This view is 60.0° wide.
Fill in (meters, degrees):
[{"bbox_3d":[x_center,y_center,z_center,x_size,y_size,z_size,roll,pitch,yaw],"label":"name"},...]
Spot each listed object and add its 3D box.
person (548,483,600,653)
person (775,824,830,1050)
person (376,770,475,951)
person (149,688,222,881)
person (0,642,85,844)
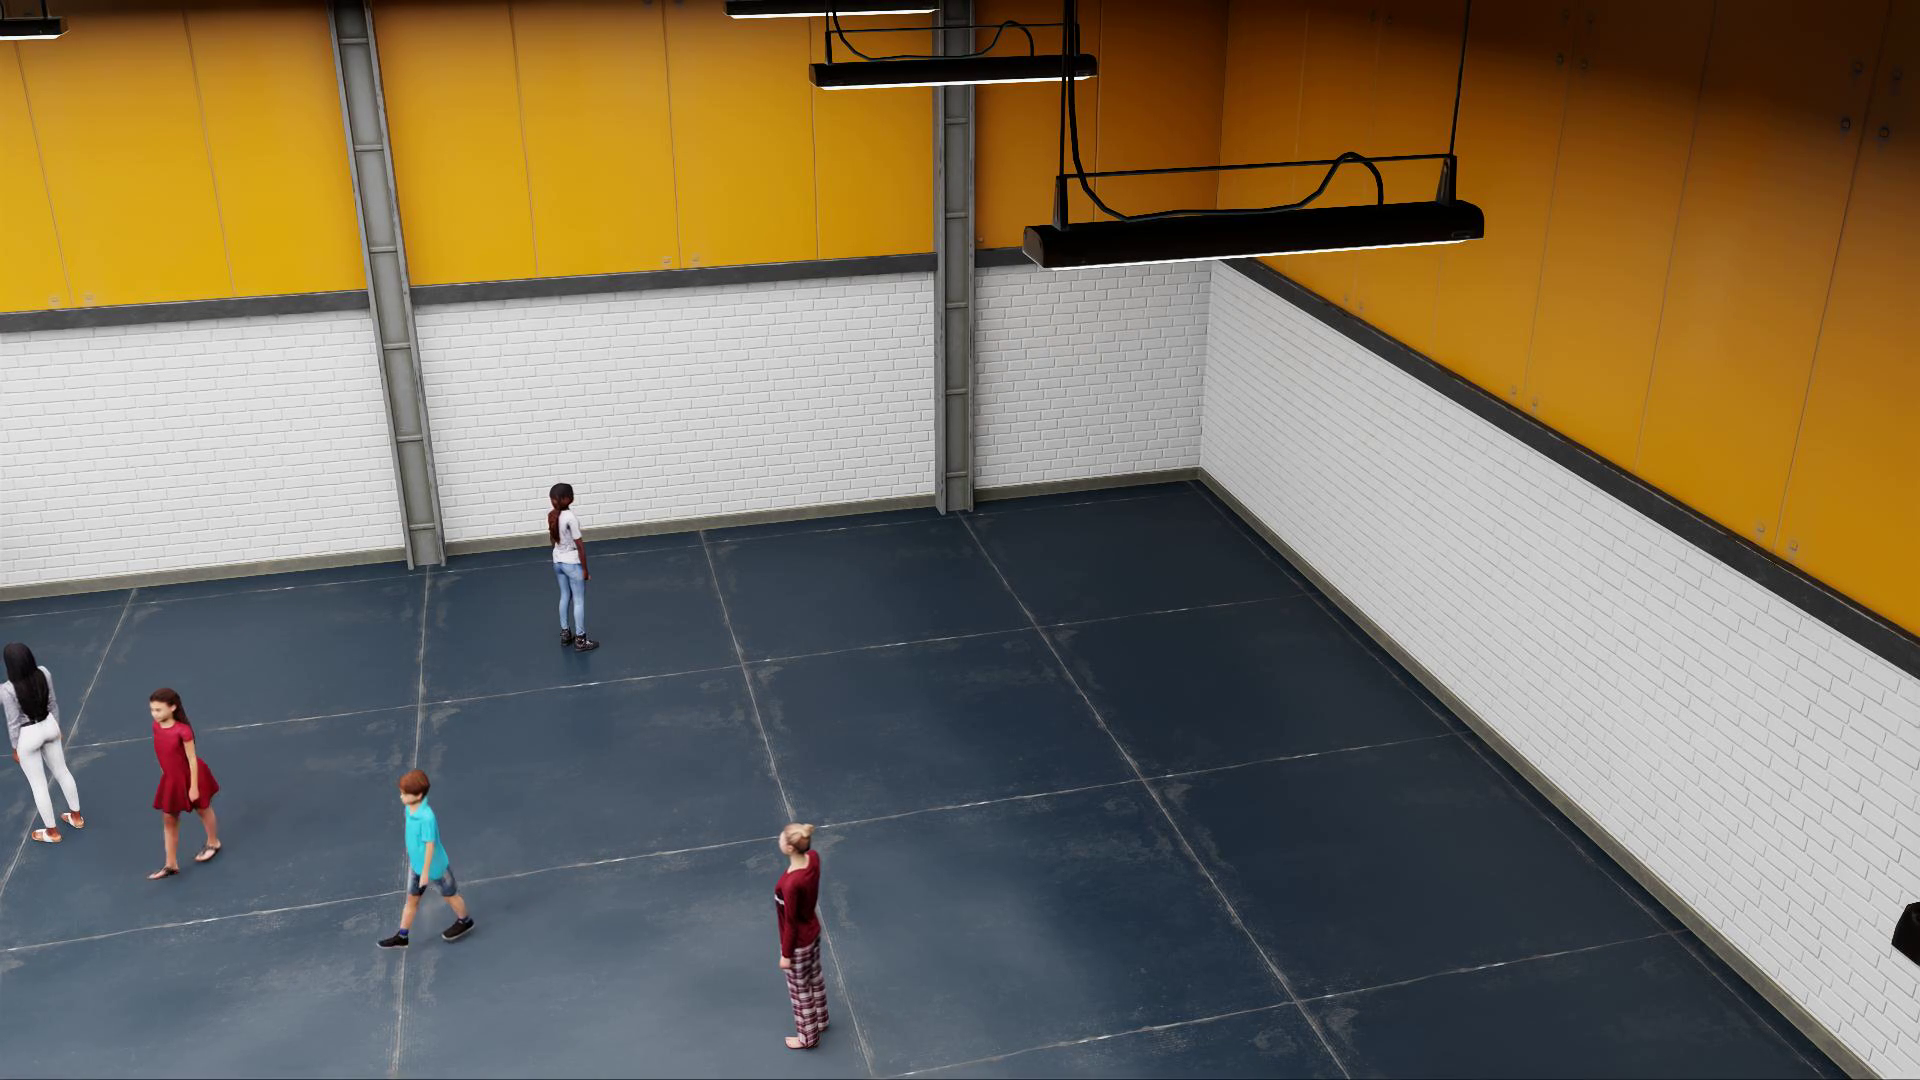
[{"bbox_3d":[-3.795,0.244,16.159,0.666,1.719,0.694,18,29,35],"label":"person"},{"bbox_3d":[-1.043,2.570,10.865,0.670,1.697,0.679,6,24,14],"label":"person"},{"bbox_3d":[-3.738,2.268,11.908,0.994,1.416,0.812,-21,31,-39],"label":"person"},{"bbox_3d":[-5.948,1.794,12.846,0.901,1.534,0.867,6,24,13],"label":"person"},{"bbox_3d":[-7.273,1.570,13.118,0.712,1.725,0.672,10,26,22],"label":"person"}]
